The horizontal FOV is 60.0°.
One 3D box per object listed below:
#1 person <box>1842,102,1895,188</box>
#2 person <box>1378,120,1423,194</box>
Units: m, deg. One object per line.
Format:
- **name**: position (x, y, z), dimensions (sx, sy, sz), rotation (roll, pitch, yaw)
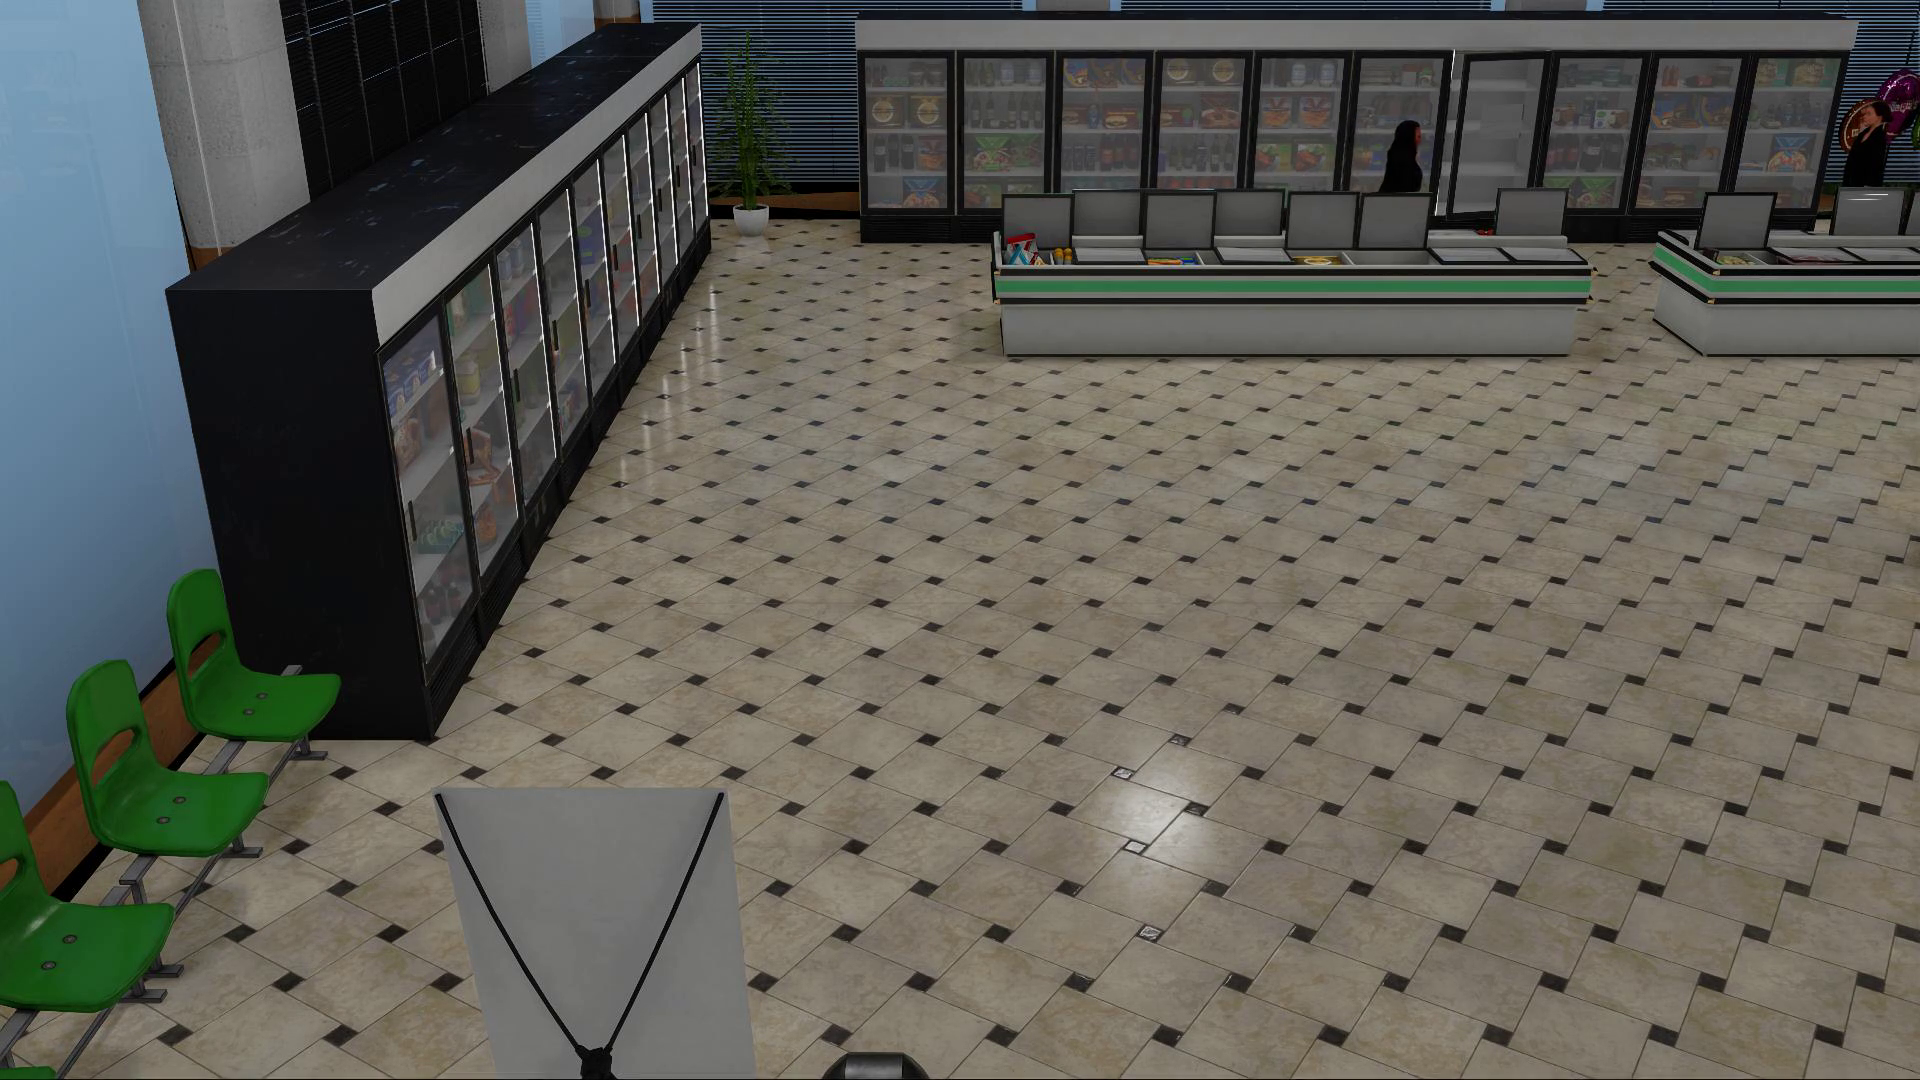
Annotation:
- **person**: position (8.770, -3.385, 16.155), dimensions (0.572, 1.719, 0.639), rotation (1, 24, 3)
- **person**: position (4.072, -3.159, 15.783), dimensions (0.607, 1.604, 0.641), rotation (0, 24, 0)
